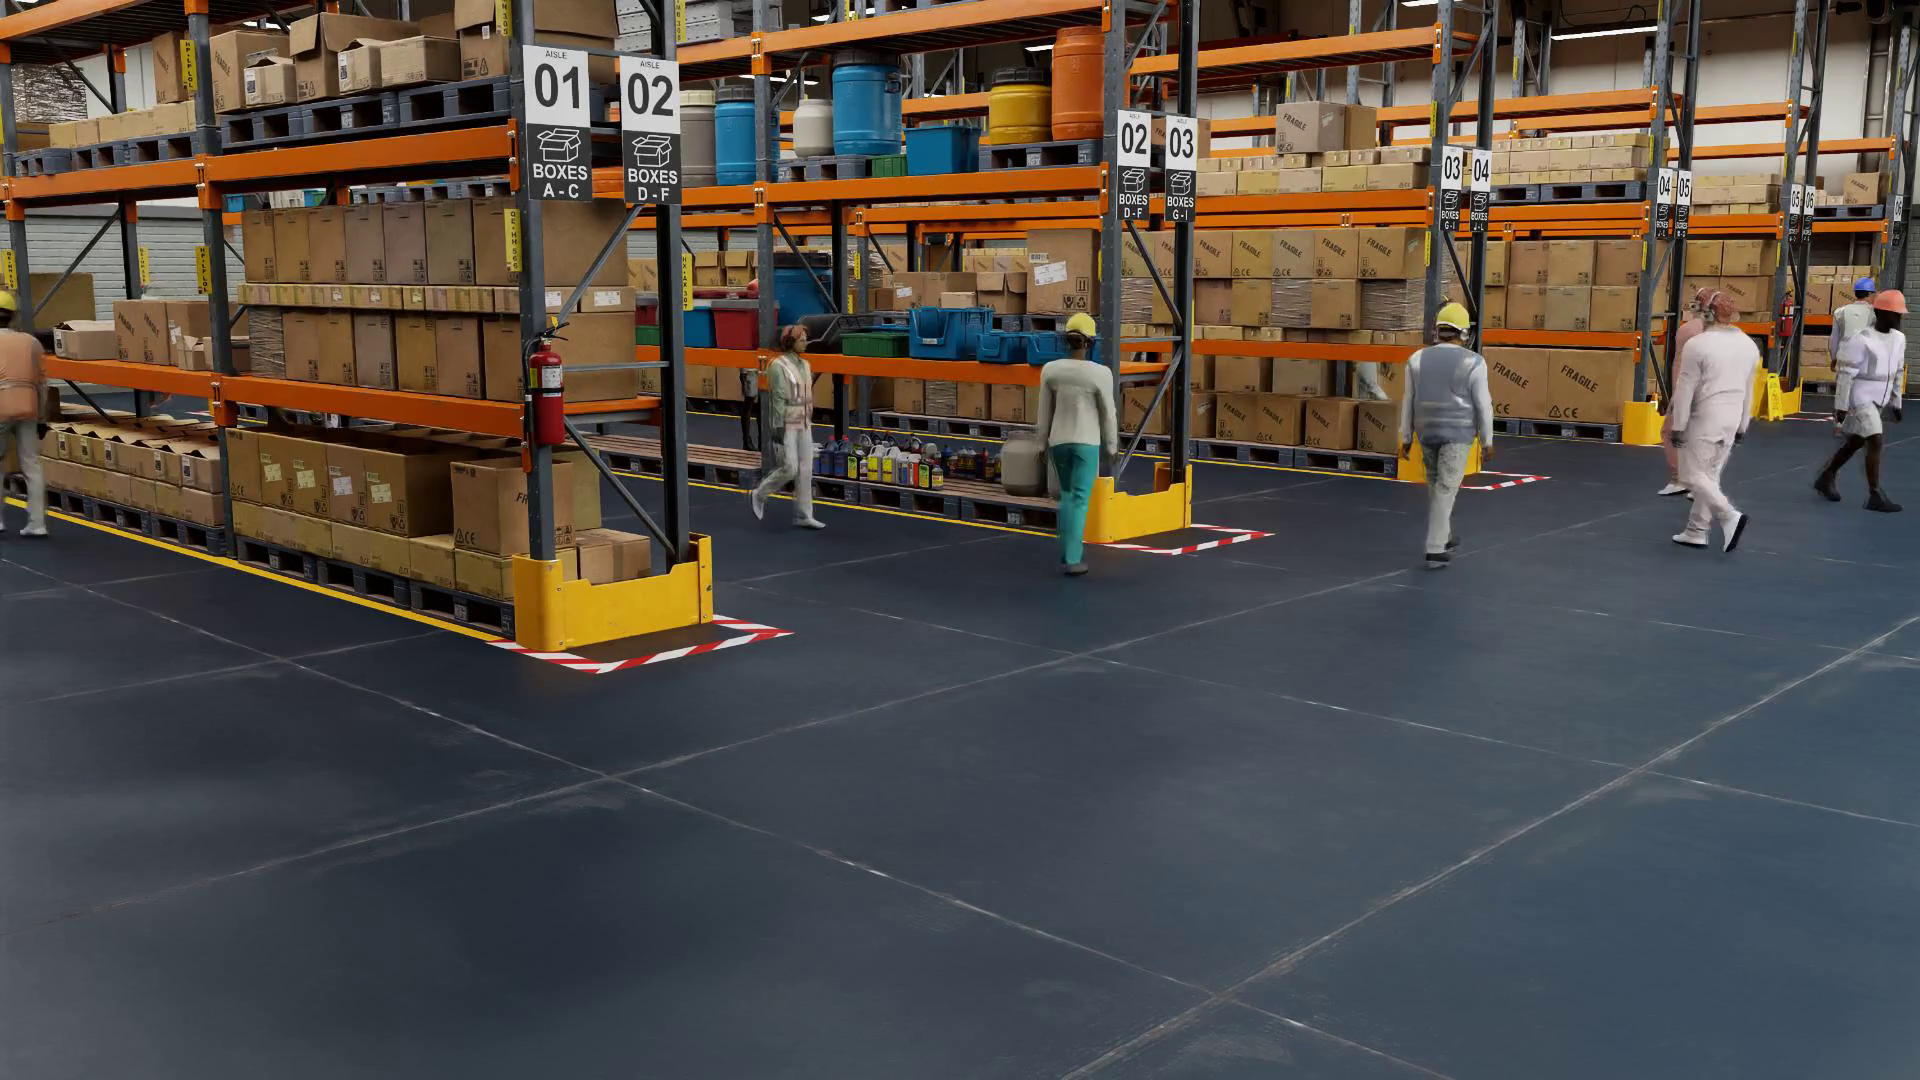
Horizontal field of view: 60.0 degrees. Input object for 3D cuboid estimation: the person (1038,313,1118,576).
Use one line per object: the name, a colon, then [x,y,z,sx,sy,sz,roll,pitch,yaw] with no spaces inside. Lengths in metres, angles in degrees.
person: [0.829,-0.652,11.242,0.548,1.747,0.590,5,11,30]

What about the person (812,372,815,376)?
person: [-1.994,-2.105,19.638,0.657,1.924,0.440,-7,11,-35]

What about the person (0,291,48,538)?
person: [-7.330,-0.962,12.799,0.829,1.870,0.618,7,11,35]

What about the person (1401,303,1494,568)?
person: [3.455,-0.735,11.594,0.796,1.802,0.614,-9,13,-43]

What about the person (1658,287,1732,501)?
person: [6.510,-1.287,14.748,0.672,1.885,0.609,-3,10,-17]

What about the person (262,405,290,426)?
person: [-7.340,-1.782,17.795,0.995,1.896,0.564,6,11,33]

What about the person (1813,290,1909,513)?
person: [7.845,-1.231,14.457,0.541,1.889,0.981,-4,10,-23]

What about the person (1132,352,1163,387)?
person: [2.486,-2.331,21.825,0.602,1.662,0.518,0,9,-2]

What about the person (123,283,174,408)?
person: [-11.999,-2.928,24.547,0.555,1.973,0.624,-3,10,-16]

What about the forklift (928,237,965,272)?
forklift: [-0.326,-5.817,39.609,1.129,2.768,1.873,9,13,43]

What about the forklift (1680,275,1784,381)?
forklift: [12.480,-3.427,27.053,1.214,2.155,2.313,9,13,43]

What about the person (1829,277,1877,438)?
person: [10.933,-2.216,20.259,0.615,1.942,0.408,9,13,42]

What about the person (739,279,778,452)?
person: [-2.240,-1.920,18.470,0.354,1.939,0.545,8,12,40]

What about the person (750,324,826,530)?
person: [-1.358,-0.894,13.123,0.536,1.621,0.529,5,10,28]

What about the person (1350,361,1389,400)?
person: [5.214,-2.304,20.941,0.638,1.908,0.957,-9,13,-43]

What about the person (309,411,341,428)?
person: [-5.413,-1.212,14.334,0.328,1.872,0.512,3,10,15]

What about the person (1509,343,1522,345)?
person: [9.321,-3.423,27.672,1.022,1.939,0.623,9,13,43]

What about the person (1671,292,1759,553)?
person: [5.468,-0.847,12.048,0.663,1.885,0.784,-4,10,-21]
